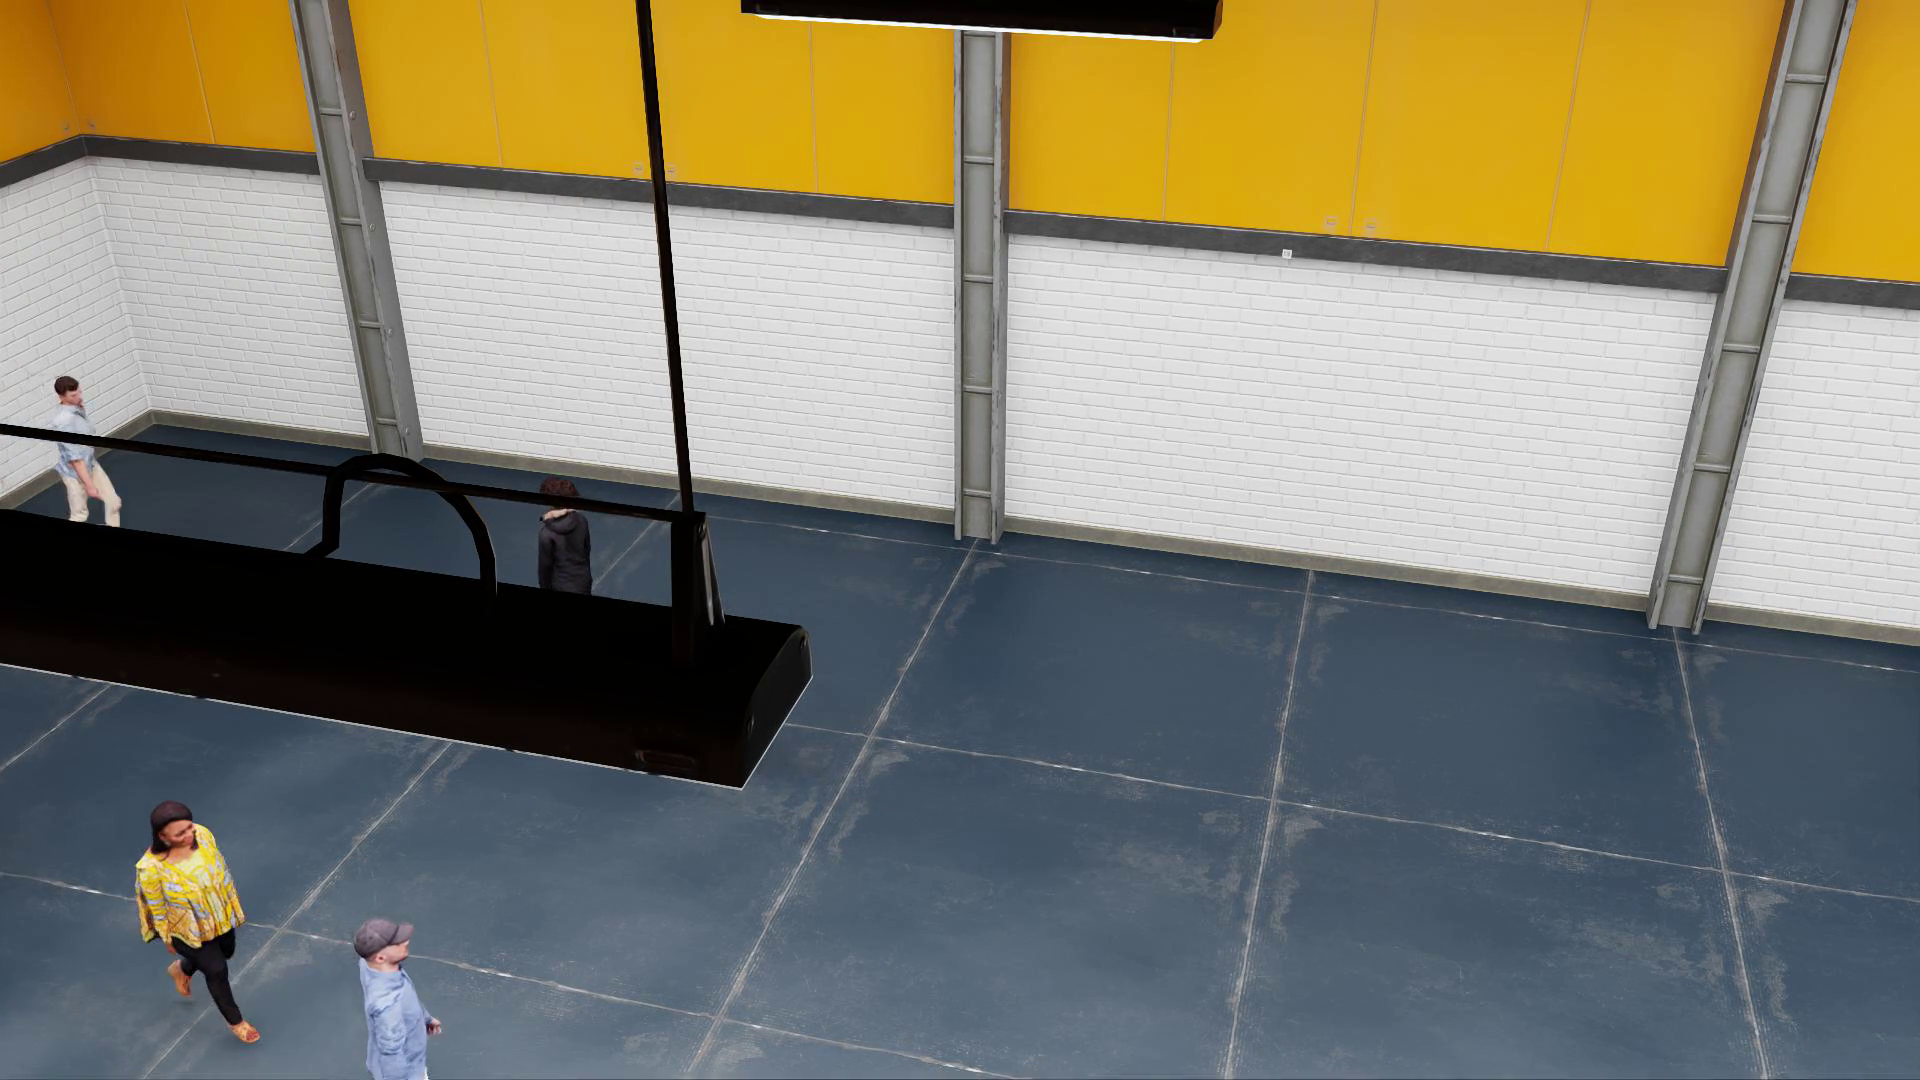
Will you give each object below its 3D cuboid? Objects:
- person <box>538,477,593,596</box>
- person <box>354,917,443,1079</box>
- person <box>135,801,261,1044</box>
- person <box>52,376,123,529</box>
[{"bbox_3d":[-2.945,0.358,12.715,1.119,1.759,0.874,20,34,32],"label":"person"},{"bbox_3d":[-2.893,2.674,8.379,1.164,1.845,1.113,-16,32,-27],"label":"person"},{"bbox_3d":[-4.419,2.160,9.543,0.982,1.634,0.774,11,31,20],"label":"person"},{"bbox_3d":[-7.679,-0.584,14.386,0.969,1.812,0.828,-6,29,-10],"label":"person"}]
